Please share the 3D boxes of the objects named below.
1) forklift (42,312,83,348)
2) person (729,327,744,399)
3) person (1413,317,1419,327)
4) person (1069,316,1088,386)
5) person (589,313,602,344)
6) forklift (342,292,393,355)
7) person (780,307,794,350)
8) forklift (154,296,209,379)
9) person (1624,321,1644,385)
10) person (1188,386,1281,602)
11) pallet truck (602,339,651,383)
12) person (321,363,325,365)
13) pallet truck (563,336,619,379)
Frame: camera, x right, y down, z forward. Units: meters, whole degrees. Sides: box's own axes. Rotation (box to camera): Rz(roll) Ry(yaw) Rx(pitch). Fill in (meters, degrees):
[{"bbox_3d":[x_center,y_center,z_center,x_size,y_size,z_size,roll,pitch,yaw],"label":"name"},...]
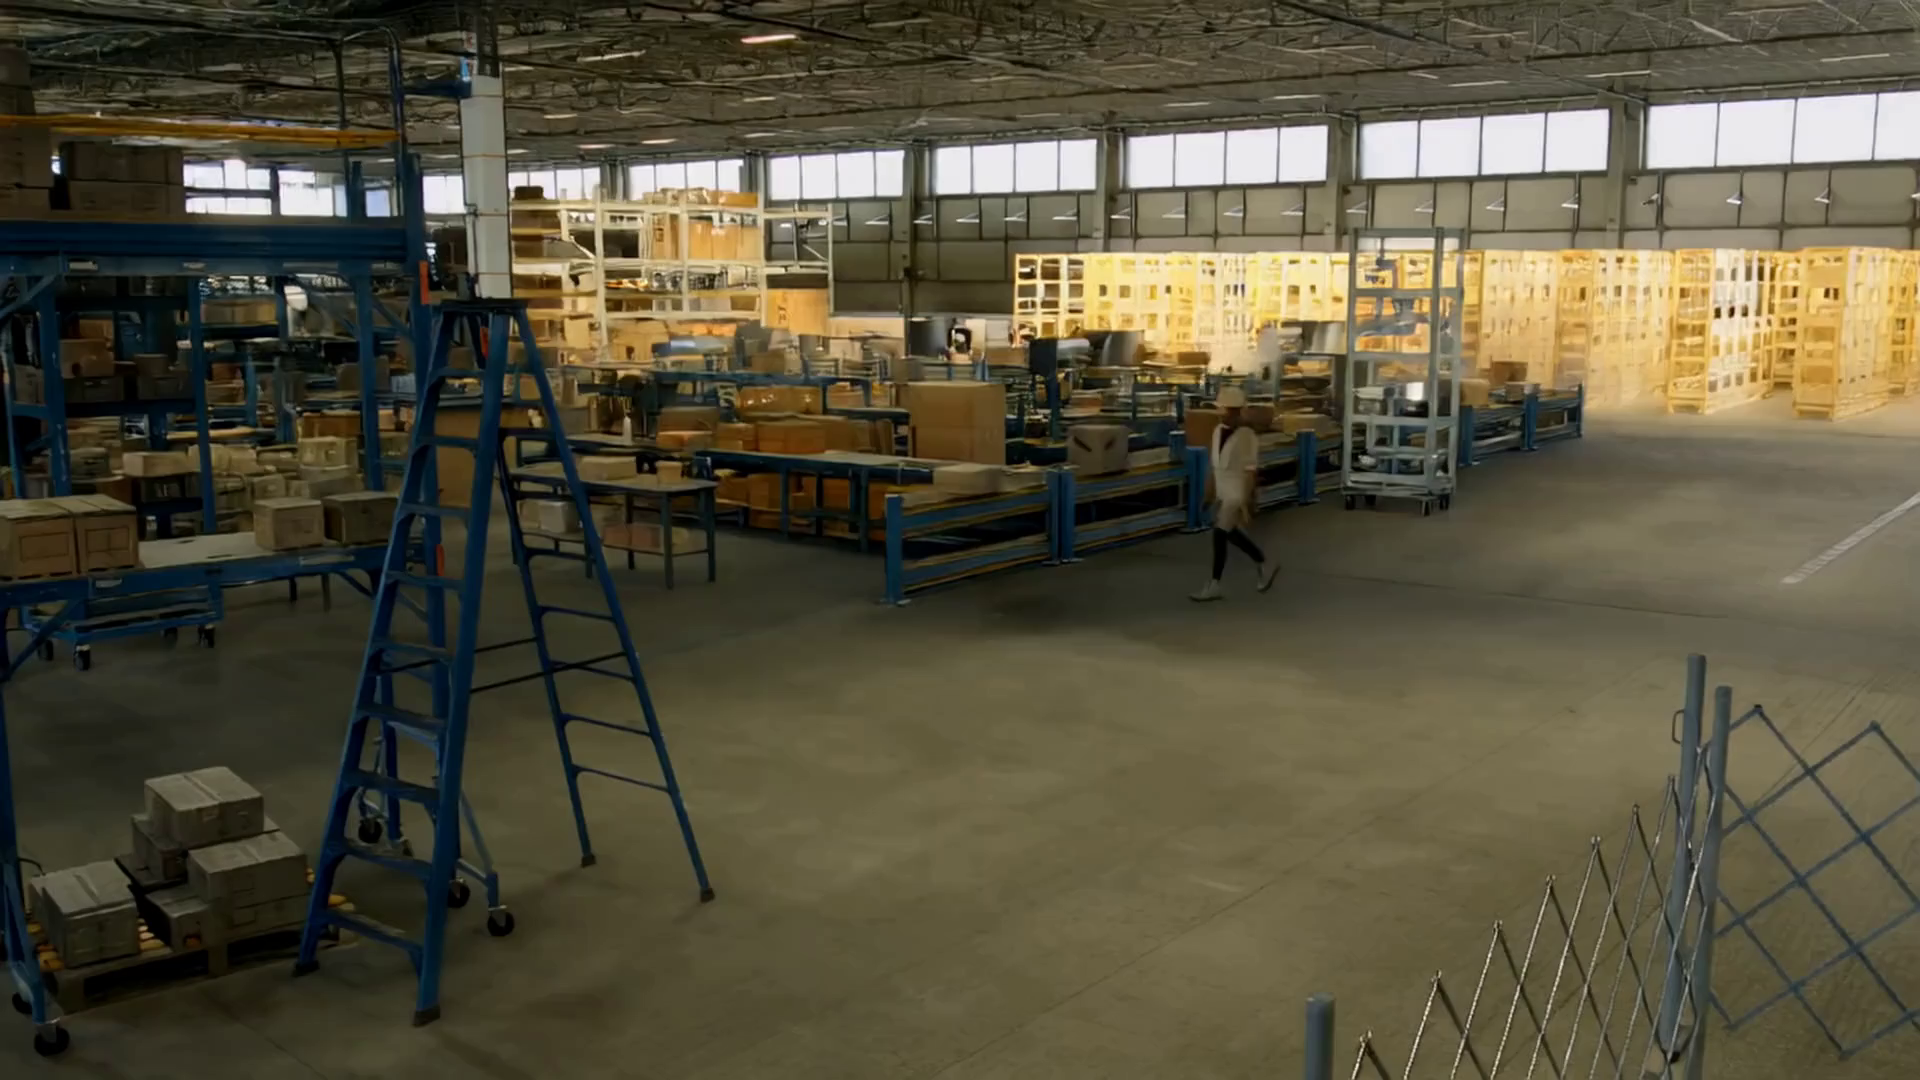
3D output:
[{"bbox_3d":[-23.779,-5.451,44.052,1.873,2.768,1.129,7,11,36],"label":"forklift"},{"bbox_3d":[-5.436,-4.276,40.236,0.505,1.753,0.530,4,10,24],"label":"person"},{"bbox_3d":[13.130,-5.522,47.820,0.770,1.806,0.627,6,11,32],"label":"person"},{"bbox_3d":[2.994,-4.868,43.375,0.638,1.922,0.786,-6,11,-34],"label":"person"},{"bbox_3d":[-12.578,-7.013,57.481,0.542,1.695,0.344,4,10,25],"label":"person"},{"bbox_3d":[-16.485,-5.622,45.120,1.129,2.768,1.873,7,11,37],"label":"forklift"},{"bbox_3d":[-6.787,-8.235,64.922,0.523,1.754,0.563,7,12,39],"label":"person"},{"bbox_3d":[-20.692,-5.322,43.244,1.129,2.768,1.873,8,12,40],"label":"forklift"},{"bbox_3d":[17.578,-4.852,43.691,0.579,1.802,0.958,-5,11,-30],"label":"person"},{"bbox_3d":[2.602,-0.436,15.481,0.968,2.015,0.606,-3,10,-20],"label":"person"},{"bbox_3d":[-8.991,-4.871,45.351,0.653,1.274,1.630,7,11,37],"label":"pallet truck"},{"bbox_3d":[-20.595,-6.476,53.381,0.548,1.938,0.358,2,9,11],"label":"person"},{"bbox_3d":[-10.690,-5.294,48.215,1.601,1.201,0.680,-5,10,-26],"label":"pallet truck"}]
